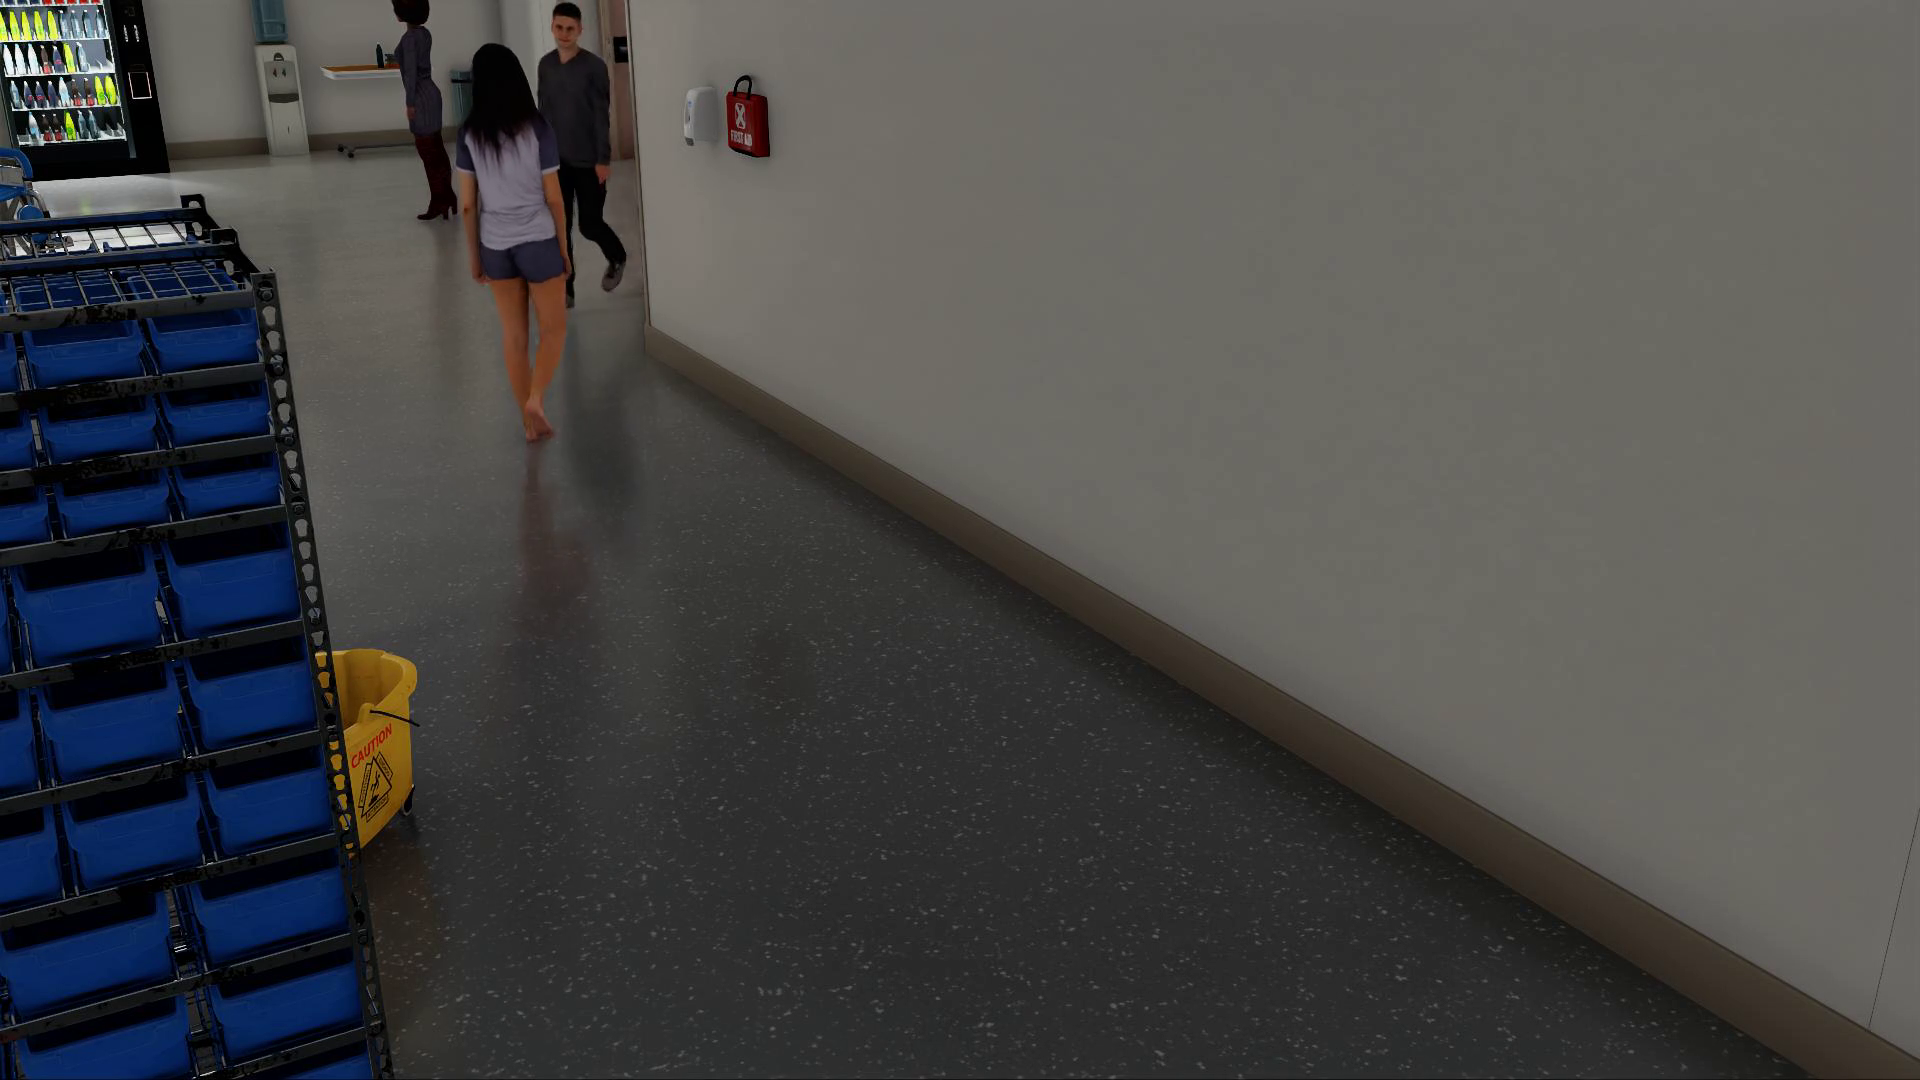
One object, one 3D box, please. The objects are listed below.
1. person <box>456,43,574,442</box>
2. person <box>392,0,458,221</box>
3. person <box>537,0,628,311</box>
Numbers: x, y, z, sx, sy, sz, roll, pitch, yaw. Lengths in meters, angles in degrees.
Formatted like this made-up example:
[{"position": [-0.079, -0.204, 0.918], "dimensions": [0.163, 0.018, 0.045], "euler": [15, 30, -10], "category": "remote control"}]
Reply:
[{"position": [-1.883, -1.208, 7.092], "dimensions": [0.892, 1.718, 0.878], "euler": [-1, 21, -3], "category": "person"}, {"position": [-4.082, -3.321, 12.687], "dimensions": [0.672, 1.706, 0.655], "euler": [1, 21, 1], "category": "person"}, {"position": [-2.199, -2.221, 9.726], "dimensions": [0.994, 1.746, 1.050], "euler": [8, 22, 19], "category": "person"}]
